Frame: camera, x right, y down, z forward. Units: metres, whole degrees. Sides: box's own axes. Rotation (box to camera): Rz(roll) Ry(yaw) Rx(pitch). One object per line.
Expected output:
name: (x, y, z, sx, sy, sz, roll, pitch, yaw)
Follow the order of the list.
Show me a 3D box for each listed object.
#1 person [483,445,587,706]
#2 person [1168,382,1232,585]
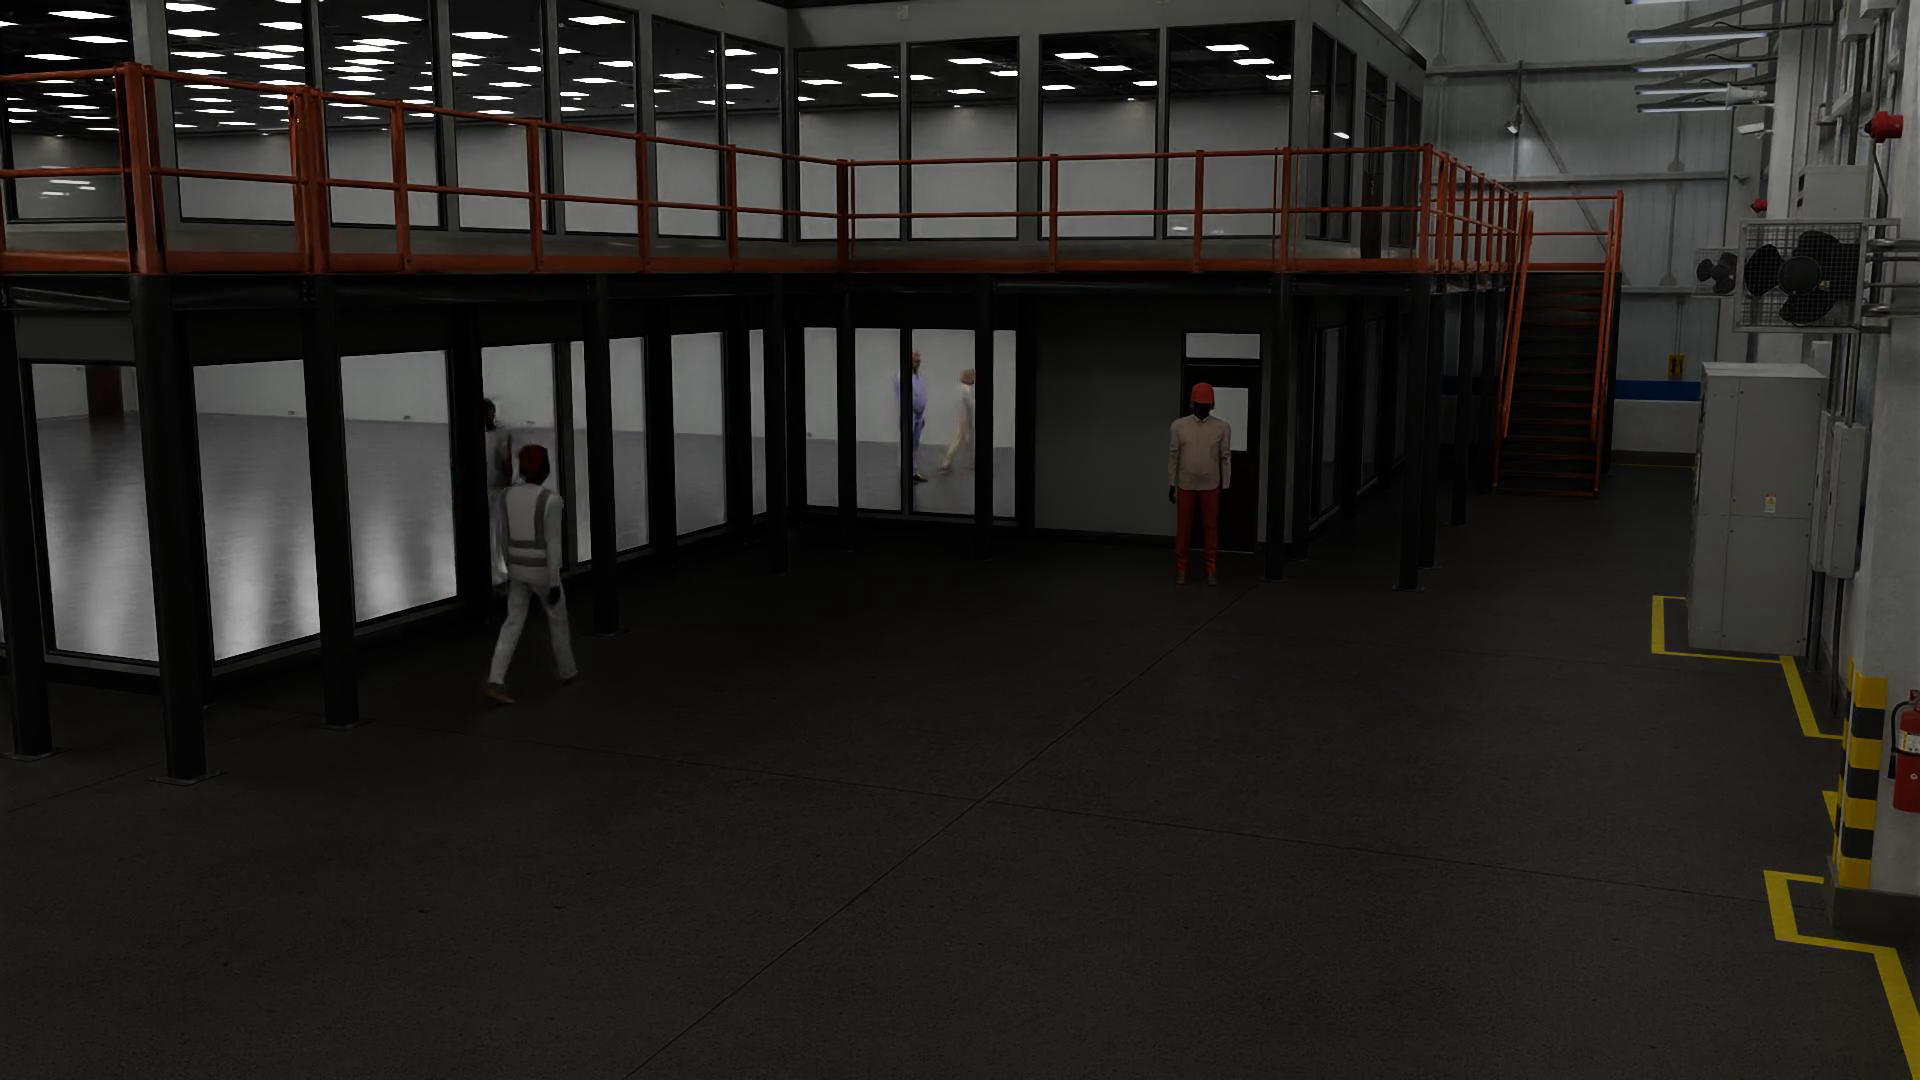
person: (-3.070, 0.241, 11.824, 0.586, 1.839, 1.014, 4, 10, 25)
person: (2.325, -0.540, 16.165, 0.612, 1.986, 0.406, 1, 9, 7)
